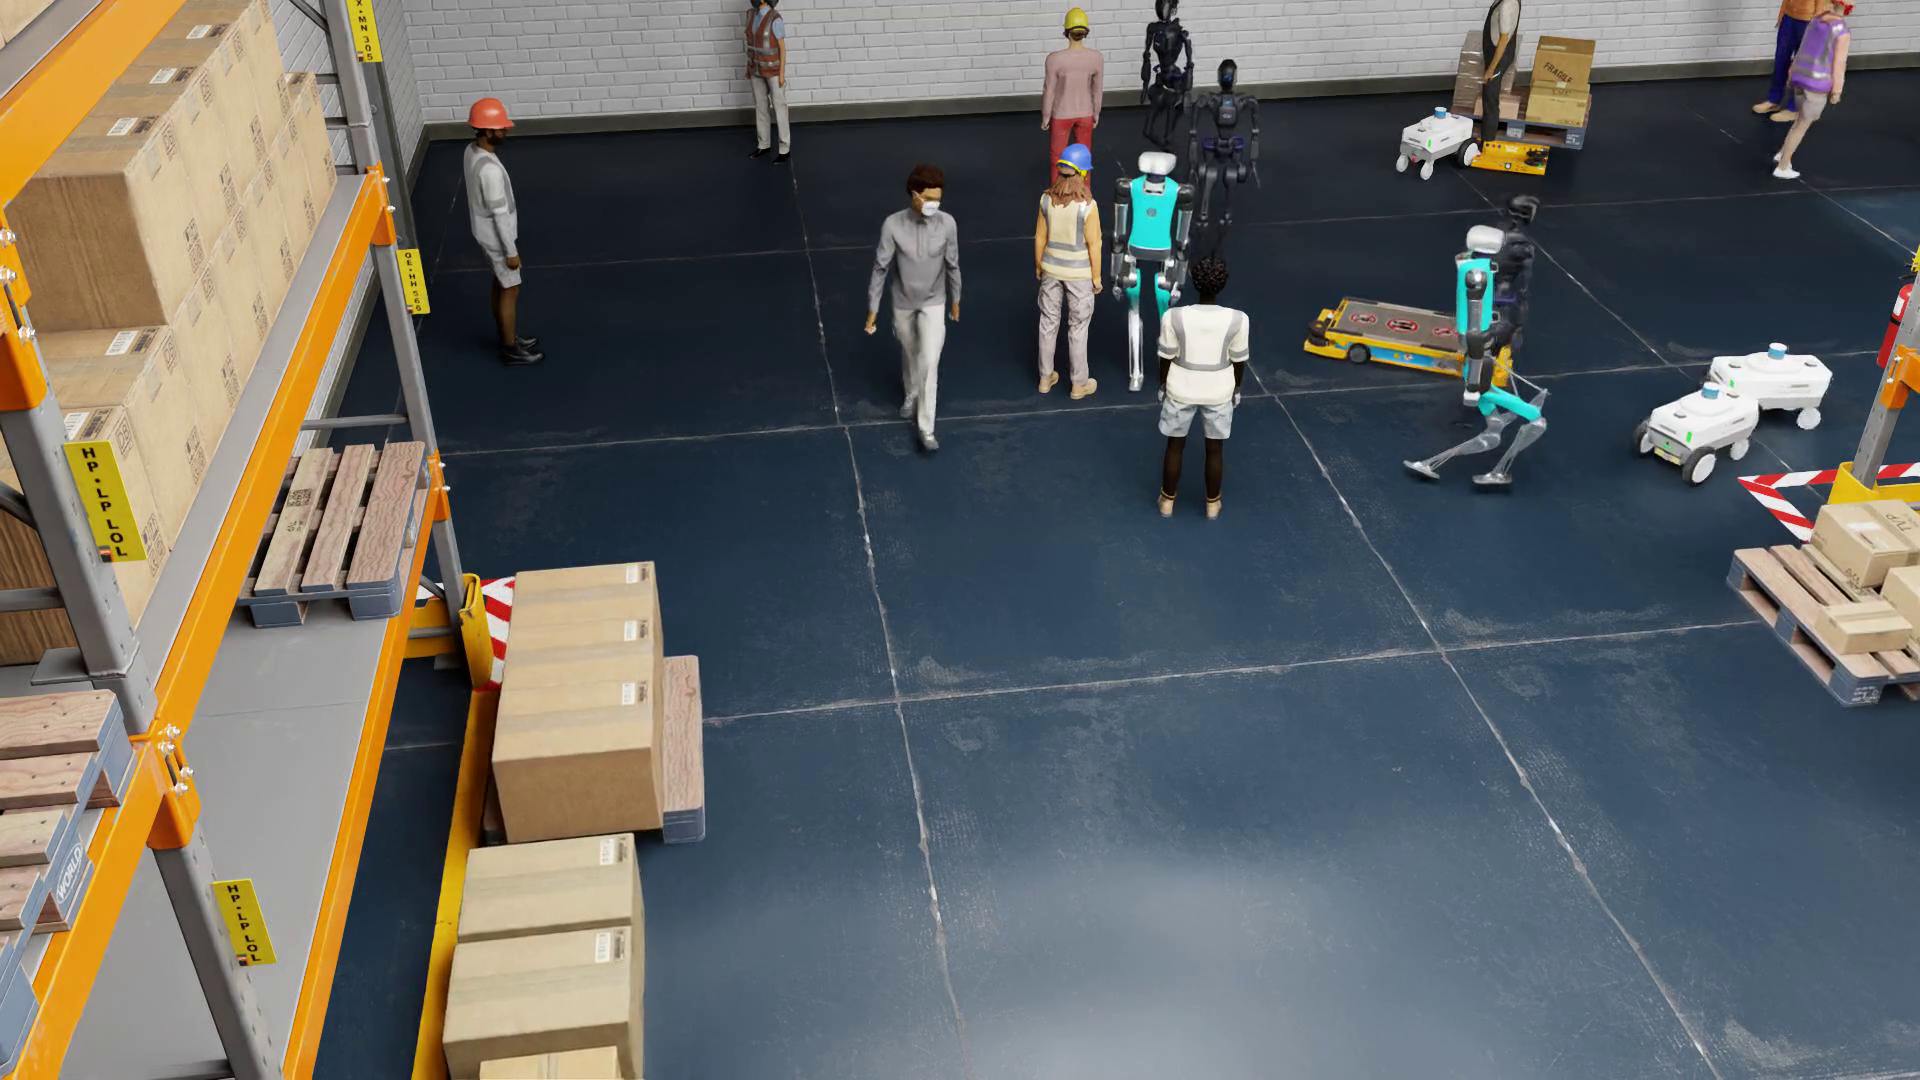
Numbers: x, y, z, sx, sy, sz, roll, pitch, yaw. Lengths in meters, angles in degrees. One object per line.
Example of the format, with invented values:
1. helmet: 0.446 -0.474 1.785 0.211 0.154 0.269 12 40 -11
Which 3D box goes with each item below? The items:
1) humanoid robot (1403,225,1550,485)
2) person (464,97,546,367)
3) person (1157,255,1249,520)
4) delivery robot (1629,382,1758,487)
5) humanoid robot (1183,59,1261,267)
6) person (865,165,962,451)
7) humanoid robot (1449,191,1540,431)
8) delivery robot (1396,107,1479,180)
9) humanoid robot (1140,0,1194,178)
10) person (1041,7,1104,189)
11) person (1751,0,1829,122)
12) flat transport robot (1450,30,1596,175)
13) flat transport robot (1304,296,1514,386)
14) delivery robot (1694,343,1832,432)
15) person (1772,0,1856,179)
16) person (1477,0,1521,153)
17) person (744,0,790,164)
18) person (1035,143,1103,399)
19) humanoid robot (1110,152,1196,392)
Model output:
1. humanoid robot: 3.264 -1.039 10.086 0.919 1.745 0.561 7 34 11
2. person: -3.197 -2.137 11.614 0.390 1.927 0.548 -16 36 -23
3. person: 1.425 -0.886 9.908 0.535 1.693 0.319 3 33 5
4. delivery robot: 4.754 -0.718 10.703 0.808 0.607 0.499 -18 37 -26
5. humanoid robot: 2.079 -2.963 13.108 0.609 1.653 0.406 1 33 2
6. person: -0.293 -1.501 10.691 0.589 1.852 0.939 1 33 2
7. humanoid robot: 3.510 -1.497 10.858 0.358 1.642 0.609 -9 34 -13
8. delivery robot: 4.353 -3.652 15.179 0.773 0.586 0.499 -26 41 -34
9. humanoid robot: 1.873 -4.000 14.703 0.415 1.642 0.609 -26 41 -34
10. person: 0.935 -3.566 13.956 0.525 1.760 0.327 -9 34 -13
11. person: 8.113 -5.063 16.058 0.402 1.975 0.516 -11 35 -17
12. flat transport robot: 5.227 -3.789 15.658 0.659 0.231 1.431 12 35 17
13. flat transport robot: 3.281 -1.450 12.075 1.431 0.231 0.659 13 35 19
14. delivery robot: 5.411 -1.037 11.171 0.785 0.585 0.499 -1 33 -2
15. person: 7.561 -4.011 14.704 0.448 1.672 0.514 -8 34 -13
16. person: 4.825 -4.324 15.037 0.344 1.846 0.507 11 35 16
17. person: -1.757 -4.269 15.091 0.454 1.688 0.306 22 39 30
18. person: 0.737 -1.811 11.253 0.479 1.768 0.331 15 36 22
19. humanoid robot: 1.301 -1.811 11.324 0.537 1.840 0.655 7 34 11
